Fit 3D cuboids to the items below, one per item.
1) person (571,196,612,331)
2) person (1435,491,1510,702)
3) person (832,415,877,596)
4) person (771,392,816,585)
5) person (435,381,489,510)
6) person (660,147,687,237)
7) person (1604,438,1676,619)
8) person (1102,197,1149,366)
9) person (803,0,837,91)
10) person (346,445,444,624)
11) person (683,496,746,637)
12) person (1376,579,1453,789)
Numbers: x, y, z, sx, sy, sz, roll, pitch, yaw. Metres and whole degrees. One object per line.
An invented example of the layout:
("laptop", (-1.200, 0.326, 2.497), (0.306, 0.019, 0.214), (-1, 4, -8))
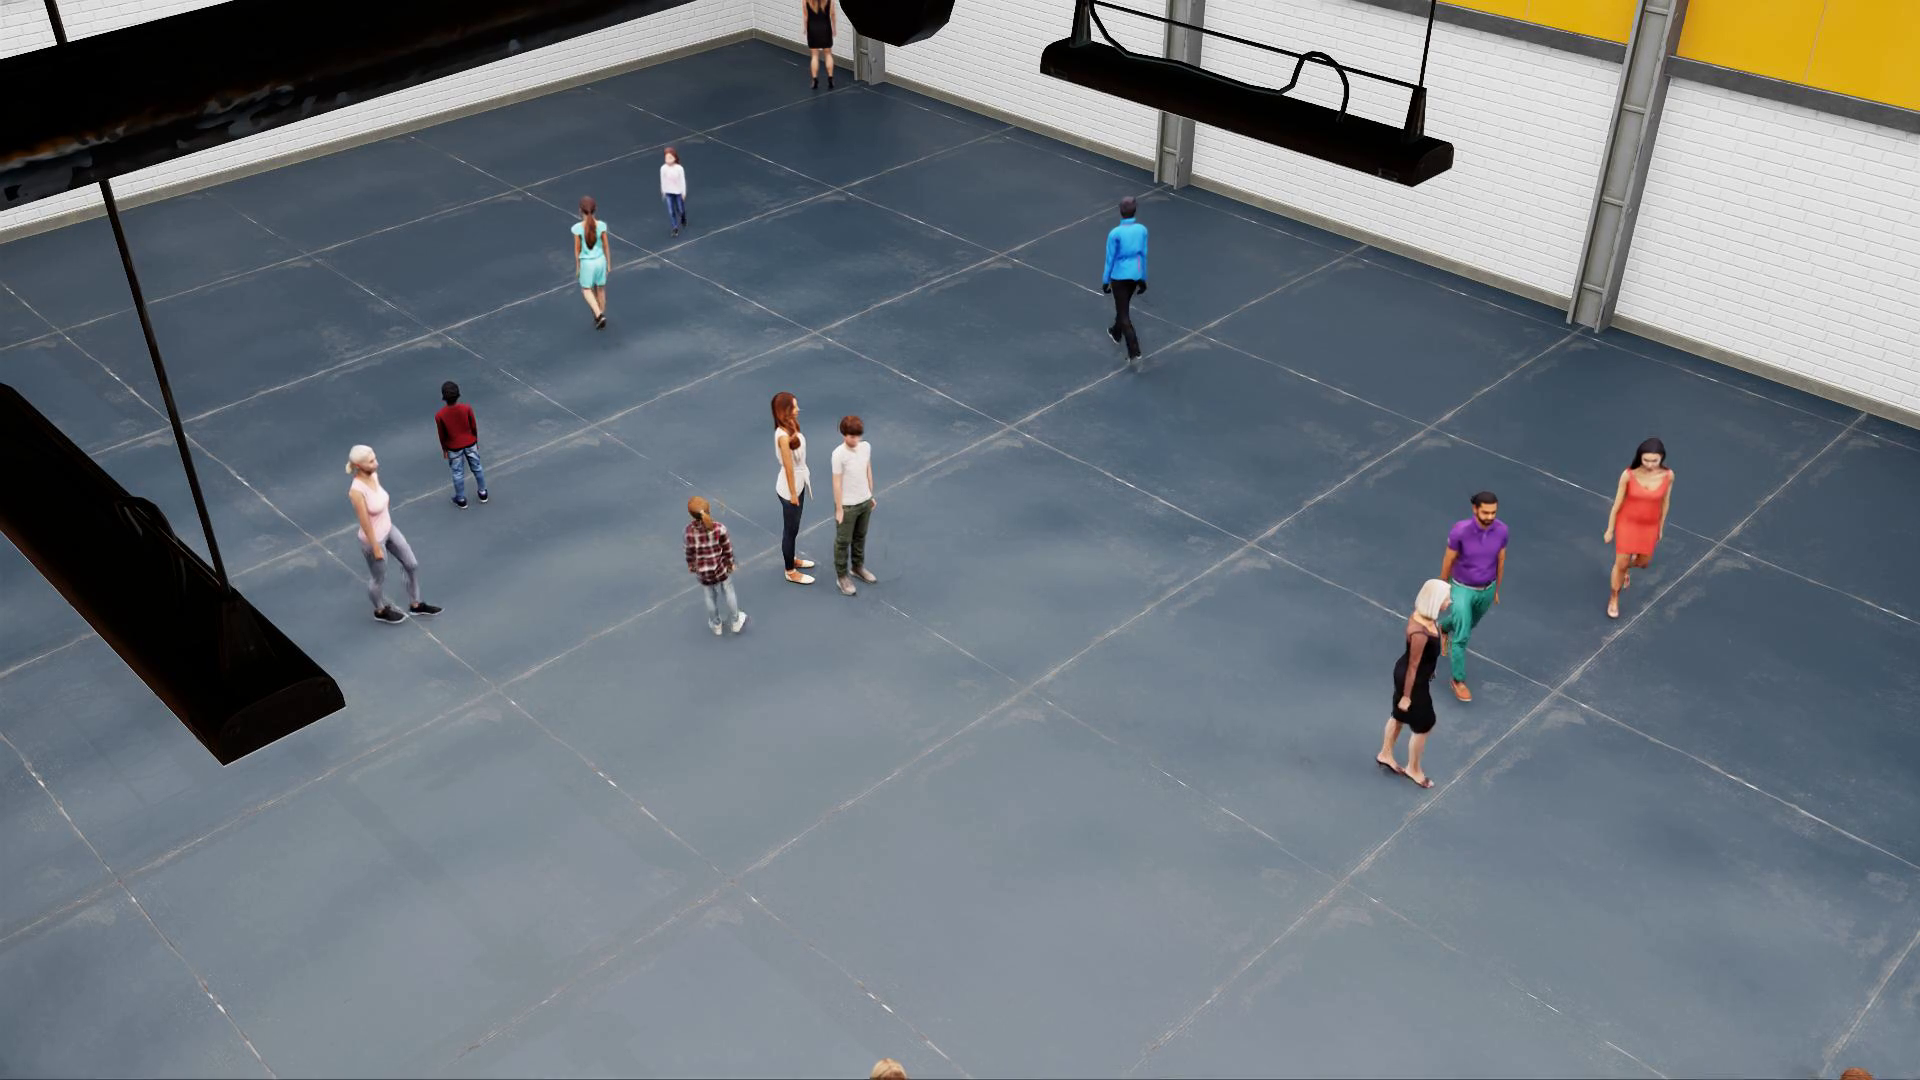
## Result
("person", (-3.997, -2.990, 18.160), (0.688, 1.554, 0.816), (-15, 37, -22))
("person", (3.953, 0.338, 12.988), (1.048, 1.738, 1.179), (-2, 34, -4))
("person", (-0.904, -0.327, 14.064), (0.573, 1.653, 0.530), (-28, 43, -35))
("person", (-1.444, -0.457, 14.141), (0.718, 1.785, 0.660), (0, 34, 1))
("person", (-4.580, -0.884, 15.263), (0.538, 1.253, 0.543), (-19, 38, -26))
("person", (-3.542, -4.333, 20.590), (0.614, 1.101, 0.668), (2, 34, 2))
("person", (5.587, -0.151, 13.760), (0.884, 1.697, 0.920), (2, 34, 4))
("person", (1.795, -2.710, 17.554), (0.919, 1.759, 1.253), (-14, 36, -20))
("person", (-2.102, -7.645, 25.018), (0.751, 1.716, 0.793), (-3, 34, -5))
("person", (-4.827, -0.037, 13.577), (0.905, 1.710, 0.811), (6, 34, 8))
("person", (-2.016, 0.215, 13.573), (0.664, 1.293, 0.706), (5, 34, 7))
("person", (3.191, 1.007, 11.986), (0.811, 1.731, 0.770), (11, 35, 16))
